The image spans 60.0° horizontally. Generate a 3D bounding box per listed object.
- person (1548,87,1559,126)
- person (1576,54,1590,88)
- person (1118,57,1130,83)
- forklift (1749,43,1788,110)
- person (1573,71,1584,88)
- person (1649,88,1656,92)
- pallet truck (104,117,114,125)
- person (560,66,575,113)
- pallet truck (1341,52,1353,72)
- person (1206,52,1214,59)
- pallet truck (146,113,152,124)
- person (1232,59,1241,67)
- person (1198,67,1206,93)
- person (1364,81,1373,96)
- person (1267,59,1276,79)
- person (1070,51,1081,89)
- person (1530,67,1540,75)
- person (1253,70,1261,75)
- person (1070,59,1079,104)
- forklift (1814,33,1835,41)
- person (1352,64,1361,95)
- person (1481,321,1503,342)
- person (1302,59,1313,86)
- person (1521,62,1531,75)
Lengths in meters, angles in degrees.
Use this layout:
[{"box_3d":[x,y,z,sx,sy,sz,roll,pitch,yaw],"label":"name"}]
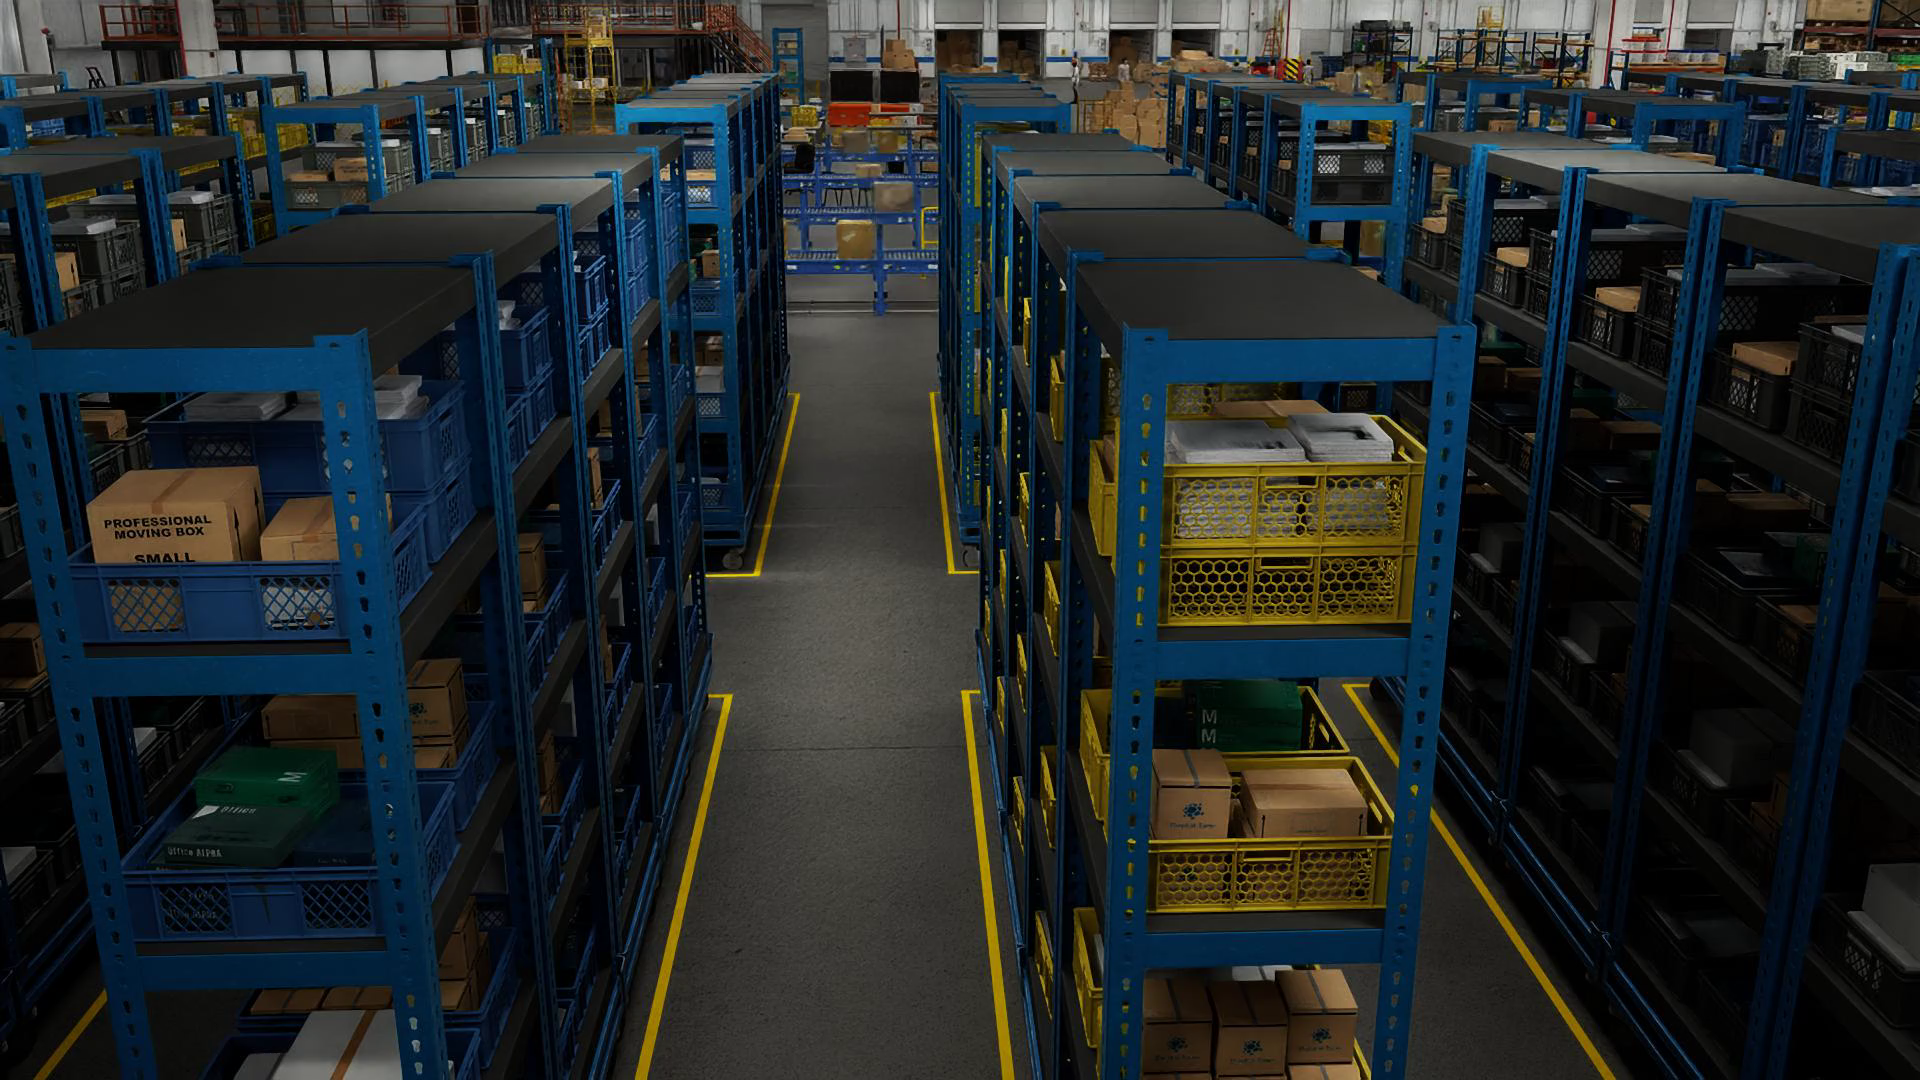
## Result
[{"box_3d":[19.478,-13.979,54.496,0.883,1.664,0.536,15,23,38],"label":"person"},{"box_3d":[30.580,-22.897,81.733,0.674,1.886,0.409,7,19,22],"label":"person"},{"box_3d":[7.436,-20.913,75.486,0.635,1.937,0.352,-11,21,-31],"label":"person"},{"box_3d":[31.171,-17.784,64.297,1.129,2.768,1.873,-1,18,-2],"label":"forklift"},{"box_3d":[23.102,-16.628,62.358,0.504,1.849,0.566,-7,19,-19],"label":"person"},{"box_3d":[21.546,-13.202,51.921,0.526,1.759,0.347,16,24,41],"label":"person"},{"box_3d":[-18.367,-7.885,35.078,1.885,1.965,0.823,1,18,2],"label":"pallet truck"},{"box_3d":[-15.949,-18.305,67.567,0.585,1.852,0.926,-1,18,-3],"label":"person"},{"box_3d":[18.794,-23.123,82.231,0.823,1.965,1.885,-13,22,-35],"label":"pallet truck"},{"box_3d":[13.136,-24.764,87.591,0.430,1.837,0.621,-11,21,-31],"label":"person"},{"box_3d":[-18.087,-8.309,36.390,1.885,1.965,0.823,-1,18,-4],"label":"pallet truck"},{"box_3d":[13.269,-22.248,79.976,0.487,1.719,0.782,1,18,4],"label":"person"},{"box_3d":[9.594,-17.590,65.272,0.928,1.908,0.556,-1,18,-2],"label":"person"},{"box_3d":[13.983,-14.935,57.312,0.760,1.741,0.532,-2,18,-5],"label":"person"},{"box_3d":[15.037,-22.429,80.575,0.379,1.683,0.556,14,23,37],"label":"person"},{"box_3d":[5.998,-24.380,86.237,0.617,1.934,0.490,16,24,40],"label":"person"},{"box_3d":[21.135,-16.460,61.544,0.674,2.000,0.689,8,20,23],"label":"person"},{"box_3d":[10.566,-15.767,59.477,0.382,1.988,0.622,-12,21,-33],"label":"person"},{"box_3d":[5.050,-20.217,73.334,0.357,1.936,0.551,-1,18,-2],"label":"person"},{"box_3d":[44.096,-24.547,85.225,1.129,2.768,1.873,7,19,21],"label":"forklift"},{"box_3d":[16.344,-18.618,68.449,0.595,1.896,0.606,3,18,10],"label":"person"},{"box_3d":[5.171,-1.658,16.097,0.529,1.812,0.618,6,19,18],"label":"person"},{"box_3d":[15.733,-20.794,75.221,0.528,1.876,0.323,8,19,23],"label":"person"},{"box_3d":[25.281,-20.461,74.345,0.521,1.793,0.970,-6,19,-17],"label":"person"}]
